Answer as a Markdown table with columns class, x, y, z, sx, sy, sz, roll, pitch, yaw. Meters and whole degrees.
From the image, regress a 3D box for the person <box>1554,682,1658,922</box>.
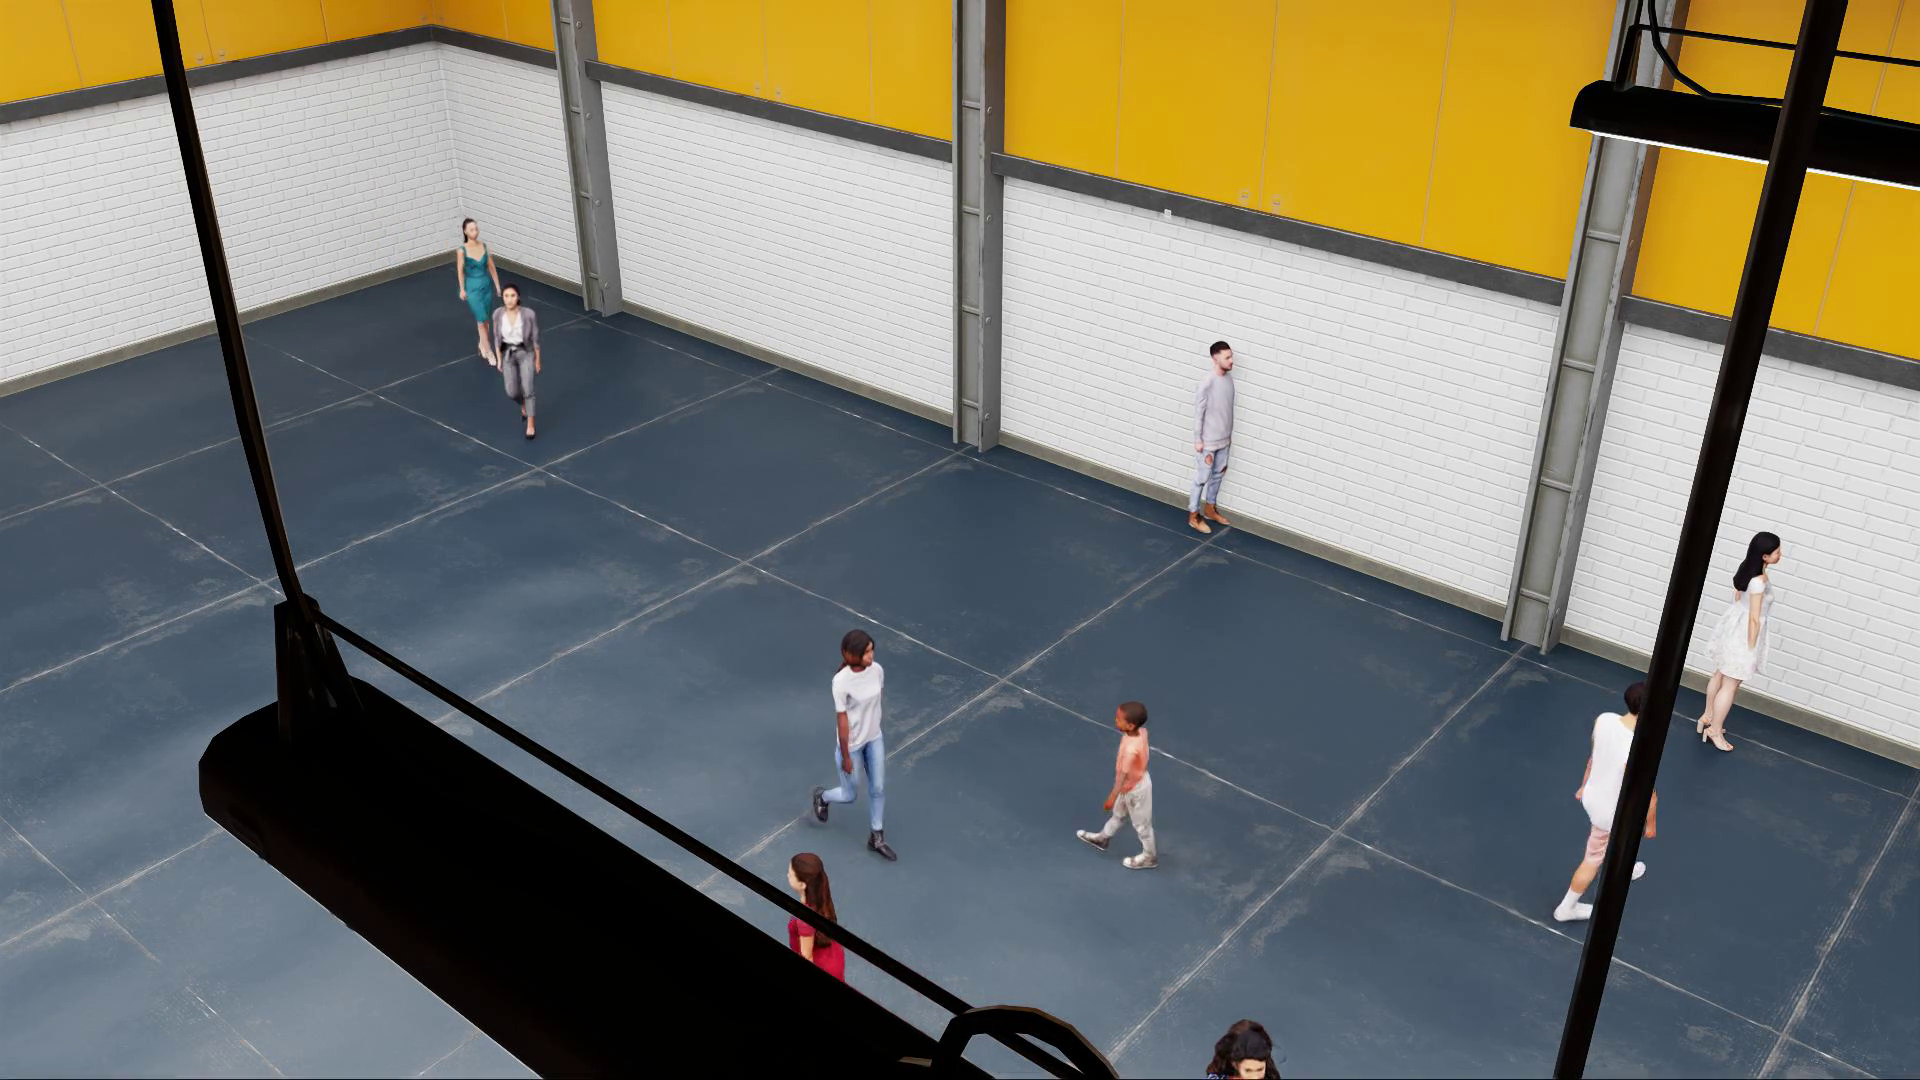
| class | x | y | z | sx | sy | sz | roll | pitch | yaw |
| --- | --- | --- | --- | --- | --- | --- | --- | --- | --- |
| person | 4.029 | 1.687 | 10.496 | 1.038 | 1.756 | 1.052 | -9 | 30 | -15 |

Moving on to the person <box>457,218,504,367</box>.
| class | x | y | z | sx | sy | sz | roll | pitch | yaw |
| --- | --- | --- | --- | --- | --- | --- | --- | --- | --- |
| person | -5.497 | -2.840 | 18.890 | 0.651 | 1.666 | 0.792 | -23 | 36 | -35 |

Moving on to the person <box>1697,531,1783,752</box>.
| class | x | y | z | sx | sy | sz | roll | pitch | yaw |
| --- | --- | --- | --- | --- | --- | --- | --- | --- | --- |
| person | 5.746 | 0.731 | 12.229 | 0.790 | 1.775 | 0.763 | 6 | 29 | 10 |

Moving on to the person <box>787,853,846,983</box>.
| class | x | y | z | sx | sy | sz | roll | pitch | yaw |
| --- | --- | --- | --- | --- | --- | --- | --- | --- | --- |
| person | -0.755 | 2.420 | 9.378 | 0.814 | 1.540 | 0.719 | 6 | 29 | 10 |

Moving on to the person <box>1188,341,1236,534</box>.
| class | x | y | z | sx | sy | sz | roll | pitch | yaw |
| --- | --- | --- | --- | --- | --- | --- | --- | --- | --- |
| person | 2.324 | -0.976 | 15.293 | 0.709 | 1.837 | 0.618 | -23 | 36 | -35 |

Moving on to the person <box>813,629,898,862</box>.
| class | x | y | z | sx | sy | sz | roll | pitch | yaw |
| --- | --- | --- | --- | --- | --- | --- | --- | --- | --- |
| person | -0.728 | 1.347 | 11.168 | 0.661 | 1.708 | 0.977 | -25 | 37 | -38 |

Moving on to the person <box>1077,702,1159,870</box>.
| class | x | y | z | sx | sy | sz | roll | pitch | yaw |
| --- | --- | --- | --- | --- | --- | --- | --- | --- | --- |
| person | 1.224 | 1.643 | 11.060 | 0.878 | 1.293 | 0.717 | 5 | 29 | 9 |

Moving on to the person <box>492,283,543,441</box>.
| class | x | y | z | sx | sy | sz | roll | pitch | yaw |
| --- | --- | --- | --- | --- | --- | --- | --- | --- | --- |
| person | -4.518 | -1.871 | 17.110 | 0.803 | 1.668 | 0.863 | 0 | 29 | 0 |

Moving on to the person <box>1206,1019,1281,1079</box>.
| class | x | y | z | sx | sy | sz | roll | pitch | yaw |
| --- | --- | --- | --- | --- | --- | --- | --- | --- | --- |
| person | 1.363 | 3.032 | 8.186 | 0.664 | 1.607 | 0.758 | 3 | 29 | 5 |
